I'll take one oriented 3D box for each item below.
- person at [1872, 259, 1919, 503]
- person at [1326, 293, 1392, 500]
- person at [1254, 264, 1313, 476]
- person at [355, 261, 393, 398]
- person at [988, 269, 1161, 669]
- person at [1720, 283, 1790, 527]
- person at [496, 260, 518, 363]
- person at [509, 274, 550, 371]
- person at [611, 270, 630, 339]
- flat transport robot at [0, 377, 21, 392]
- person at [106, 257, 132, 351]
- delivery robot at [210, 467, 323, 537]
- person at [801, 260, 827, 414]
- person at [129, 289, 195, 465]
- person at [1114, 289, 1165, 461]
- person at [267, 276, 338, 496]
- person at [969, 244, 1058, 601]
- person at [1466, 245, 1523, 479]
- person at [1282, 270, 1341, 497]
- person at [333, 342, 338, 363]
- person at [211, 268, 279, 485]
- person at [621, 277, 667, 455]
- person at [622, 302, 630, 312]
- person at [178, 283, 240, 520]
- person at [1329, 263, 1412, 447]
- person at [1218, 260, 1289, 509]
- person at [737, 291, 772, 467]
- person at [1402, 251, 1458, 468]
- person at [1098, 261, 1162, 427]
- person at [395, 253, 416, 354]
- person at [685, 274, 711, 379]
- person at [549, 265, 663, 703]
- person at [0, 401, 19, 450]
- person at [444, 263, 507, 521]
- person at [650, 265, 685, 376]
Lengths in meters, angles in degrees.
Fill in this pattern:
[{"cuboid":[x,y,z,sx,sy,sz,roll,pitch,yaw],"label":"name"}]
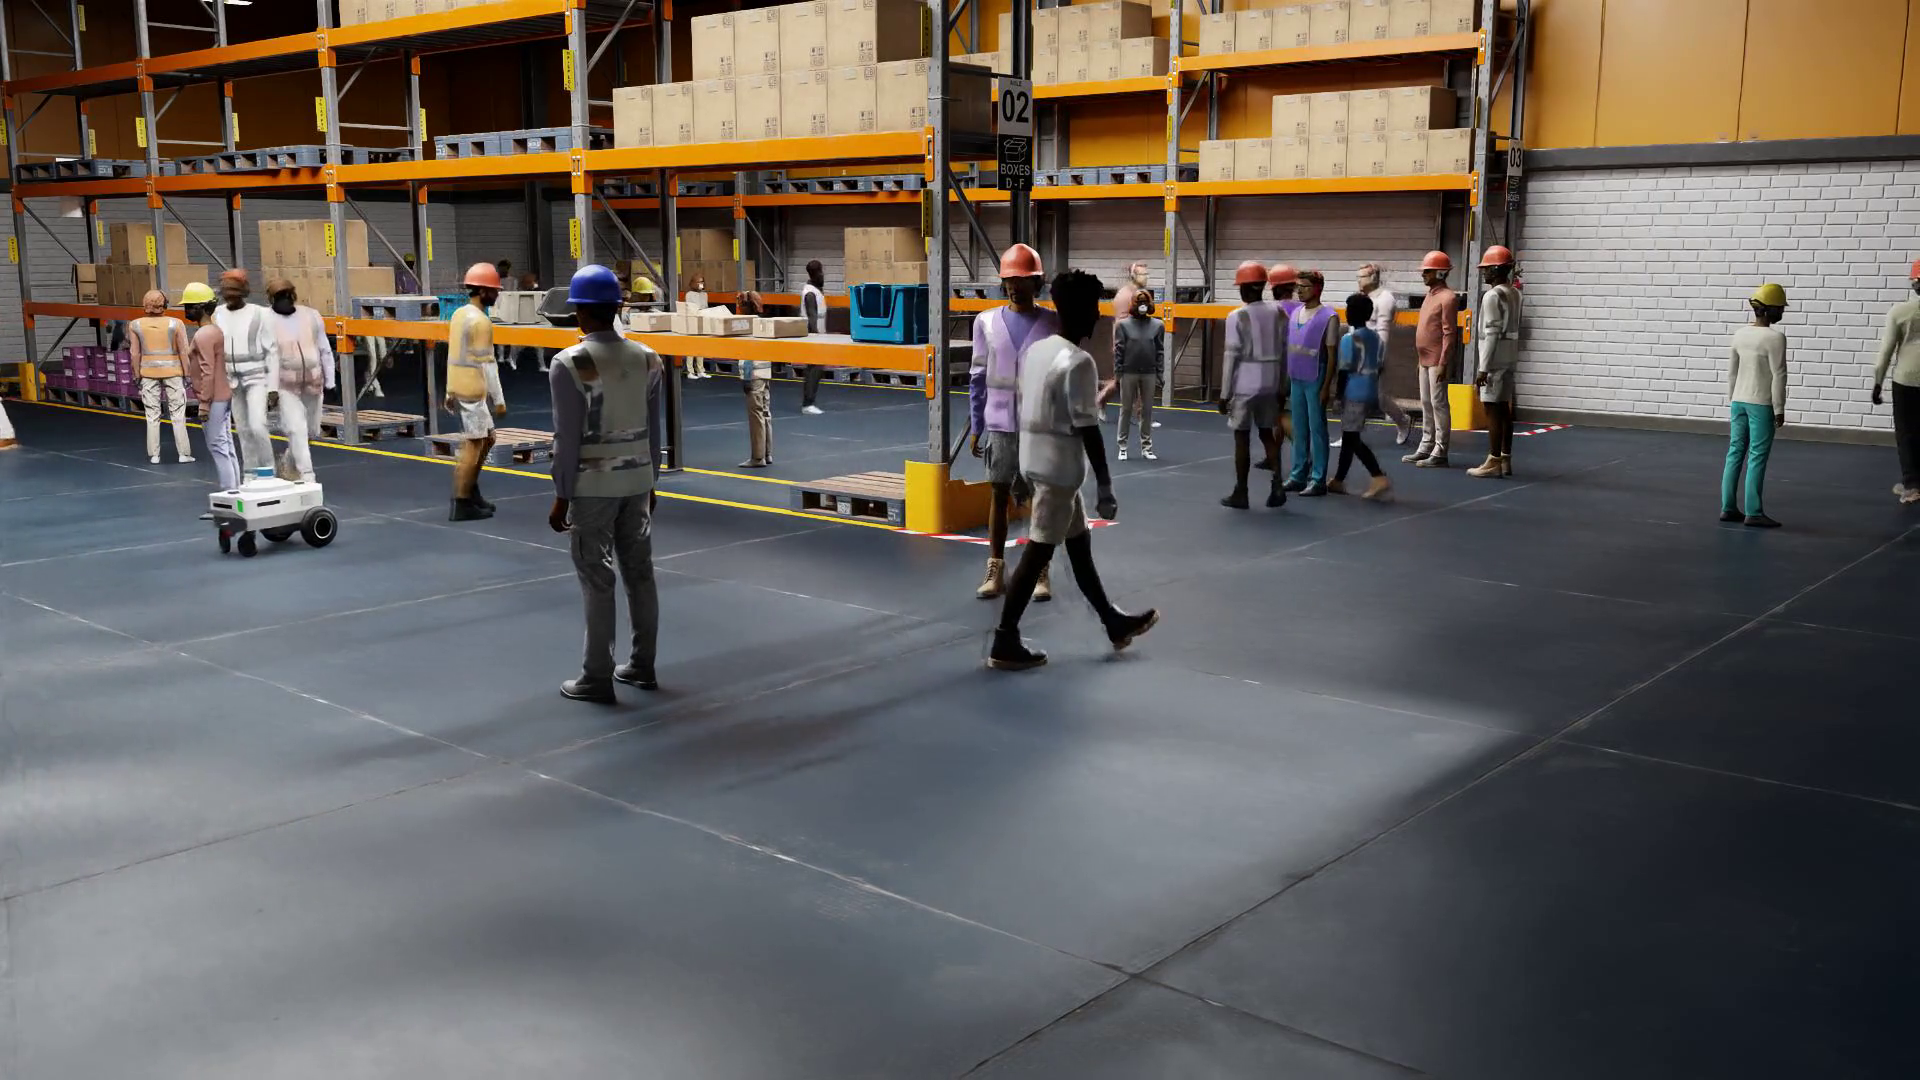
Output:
[{"cuboid":[7.648,-1.276,13.275,0.634,1.964,0.844,2,10,9],"label":"person"},{"cuboid":[3.231,-1.163,13.462,0.761,1.674,0.540,9,14,42],"label":"person"},{"cuboid":[2.933,-1.507,14.807,0.539,1.899,0.966,-4,11,-24],"label":"person"},{"cuboid":[-8.024,-2.874,22.690,0.534,1.849,0.636,-9,13,-40],"label":"person"},{"cuboid":[0.572,-0.336,8.038,0.996,1.909,0.628,-3,10,-18],"label":"person"},{"cuboid":[5.842,-0.983,12.164,0.326,1.767,0.533,-3,10,-14],"label":"person"},{"cuboid":[-8.027,-4.026,29.361,0.525,1.805,0.854,1,10,8],"label":"person"},{"cuboid":[-7.091,-3.564,27.315,0.680,1.613,0.508,5,11,26],"label":"person"},{"cuboid":[-2.560,-1.055,12.295,0.312,1.862,0.535,-1,10,-3],"label":"person"},{"cuboid":[-12.698,-2.168,23.160,1.431,0.197,0.652,4,11,23],"label":"flat transport robot"},{"cuboid":[-12.750,-3.329,25.167,1.052,1.881,0.566,-2,10,-12],"label":"person"},{"cuboid":[-4.637,-0.245,11.134,0.477,0.478,0.707,5,11,28],"label":"delivery robot"},{"cuboid":[-1.810,-2.480,20.435,0.357,1.886,0.713,0,10,-2],"label":"person"},{"cuboid":[-7.459,-1.516,15.554,0.511,1.640,0.308,-3,10,-14],"label":"person"},{"cuboid":[1.714,-1.572,15.887,0.499,1.634,0.279,-2,10,-9],"label":"person"},{"cuboid":[-5.473,-1.255,13.601,0.627,1.805,0.840,-10,14,-44],"label":"person"},{"cuboid":[0.347,-0.663,9.550,0.608,2.044,0.370,2,10,12],"label":"person"},{"cuboid":[4.704,-1.564,14.681,0.393,2.041,0.614,8,13,38],"label":"person"},{"cuboid":[2.880,-1.284,13.641,0.388,1.847,0.562,-5,11,-26],"label":"person"},{"cuboid":[-10.464,-3.868,28.214,0.536,1.890,0.632,-4,11,-21],"label":"person"},{"cuboid":[-5.751,-1.241,13.377,0.602,1.862,0.450,2,10,9],"label":"person"},{"cuboid":[-3.074,-1.681,16.203,0.493,1.741,0.306,-7,12,-35],"label":"person"},{"cuboid":[-3.995,-2.237,19.523,0.322,1.689,0.530,7,12,35],"label":"person"},{"cuboid":[-5.626,-1.035,12.456,0.328,1.767,0.530,-2,10,-13],"label":"person"},{"cuboid":[4.203,-1.864,16.859,0.780,1.881,0.653,-4,11,-20],"label":"person"},{"cuboid":[2.278,-1.190,12.868,0.578,1.932,0.417,-4,11,-23],"label":"person"},{"cuboid":[-1.903,-1.489,15.427,0.313,1.633,0.516,2,10,9],"label":"person"},{"cuboid":[4.386,-1.668,15.409,0.381,1.994,0.613,-1,10,-6],"label":"person"},{"cuboid":[1.914,-2.226,18.937,0.778,1.882,0.638,8,13,38],"label":"person"},{"cuboid":[-10.464,-4.503,31.741,0.590,1.926,0.388,-7,12,-34],"label":"person"},{"cuboid":[-4.076,-3.312,25.835,0.284,1.626,0.496,6,12,31],"label":"person"},{"cuboid":[-1.585,-0.248,7.455,0.388,1.947,0.615,7,12,35],"label":"person"},{"cuboid":[-9.902,-1.820,16.744,0.711,1.853,0.602,-2,10,-10],"label":"person"},{"cuboid":[-3.620,-1.098,12.408,0.524,1.908,0.613,-7,12,-36],"label":"person"},{"cuboid":[-4.810,-3.435,26.148,0.890,1.768,0.611,5,11,26],"label":"person"}]
